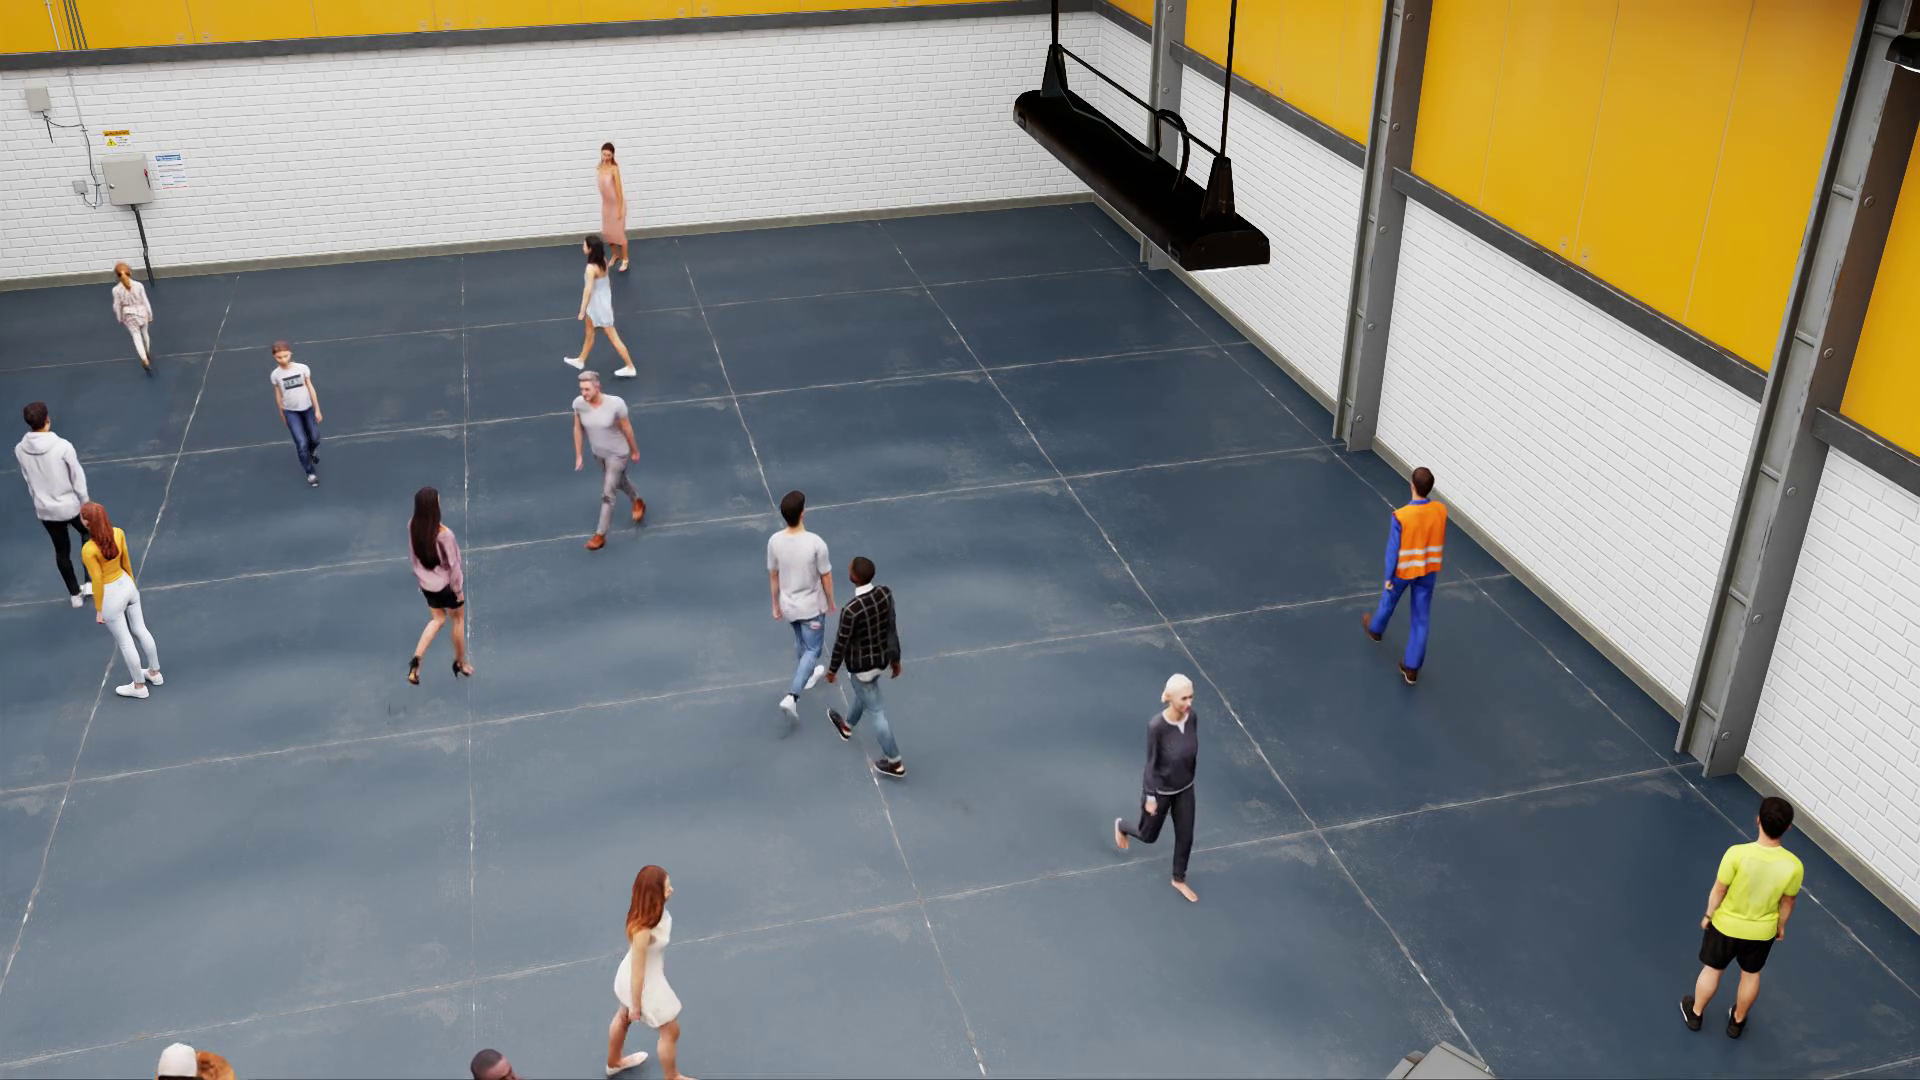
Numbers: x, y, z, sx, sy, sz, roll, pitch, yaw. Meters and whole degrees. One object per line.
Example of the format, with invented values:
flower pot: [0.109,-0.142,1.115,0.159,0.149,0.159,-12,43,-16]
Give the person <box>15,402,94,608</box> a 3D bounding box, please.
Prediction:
person: [-7.925,-0.260,14.582,0.700,1.912,0.636,-5,29,-9]

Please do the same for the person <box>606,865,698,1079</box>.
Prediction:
person: [-1.895,2.557,9.673,0.745,1.670,0.865,-2,29,-3]

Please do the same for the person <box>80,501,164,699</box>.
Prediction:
person: [-6.791,0.471,13.412,0.740,1.749,0.640,9,30,15]

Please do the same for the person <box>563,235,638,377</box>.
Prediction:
person: [-4.065,-2.652,19.210,0.944,1.680,1.145,3,29,6]

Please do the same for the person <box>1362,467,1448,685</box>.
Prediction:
person: [3.745,0.319,13.620,0.764,1.818,1.172,-4,29,-8]

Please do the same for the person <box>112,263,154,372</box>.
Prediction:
person: [-9.678,-2.595,19.527,0.766,1.277,1.026,-19,34,-31]

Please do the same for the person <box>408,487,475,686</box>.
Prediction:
person: [-4.249,0.436,13.425,0.945,1.799,1.018,14,32,24]

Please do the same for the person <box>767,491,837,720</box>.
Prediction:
person: [-1.283,0.539,13.174,1.105,1.858,1.238,11,31,20]

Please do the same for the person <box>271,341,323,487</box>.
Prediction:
person: [-6.749,-1.331,16.933,0.671,1.542,0.863,-15,32,-26]

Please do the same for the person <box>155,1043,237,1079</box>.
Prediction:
person: [-3.822,3.191,8.588,0.784,1.594,1.085,0,29,0]

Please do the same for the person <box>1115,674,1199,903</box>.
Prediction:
person: [1.372,1.629,11.344,0.766,1.697,1.040,-15,32,-26]

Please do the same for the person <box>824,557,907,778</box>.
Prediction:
person: [-0.617,0.987,12.432,1.266,1.782,1.074,25,37,37]

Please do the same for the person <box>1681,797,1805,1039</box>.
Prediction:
person: [4.775,2.302,10.100,0.694,1.707,0.689,7,29,13]

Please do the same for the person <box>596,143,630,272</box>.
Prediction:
person: [-4.655,-4.498,22.472,0.754,1.797,0.816,25,37,37]

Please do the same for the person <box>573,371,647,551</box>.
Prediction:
person: [-3.258,-0.833,15.811,1.200,1.741,1.363,9,30,16]

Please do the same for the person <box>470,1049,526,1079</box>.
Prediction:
person: [-2.234,3.230,8.291,0.745,1.811,0.647,10,30,18]
